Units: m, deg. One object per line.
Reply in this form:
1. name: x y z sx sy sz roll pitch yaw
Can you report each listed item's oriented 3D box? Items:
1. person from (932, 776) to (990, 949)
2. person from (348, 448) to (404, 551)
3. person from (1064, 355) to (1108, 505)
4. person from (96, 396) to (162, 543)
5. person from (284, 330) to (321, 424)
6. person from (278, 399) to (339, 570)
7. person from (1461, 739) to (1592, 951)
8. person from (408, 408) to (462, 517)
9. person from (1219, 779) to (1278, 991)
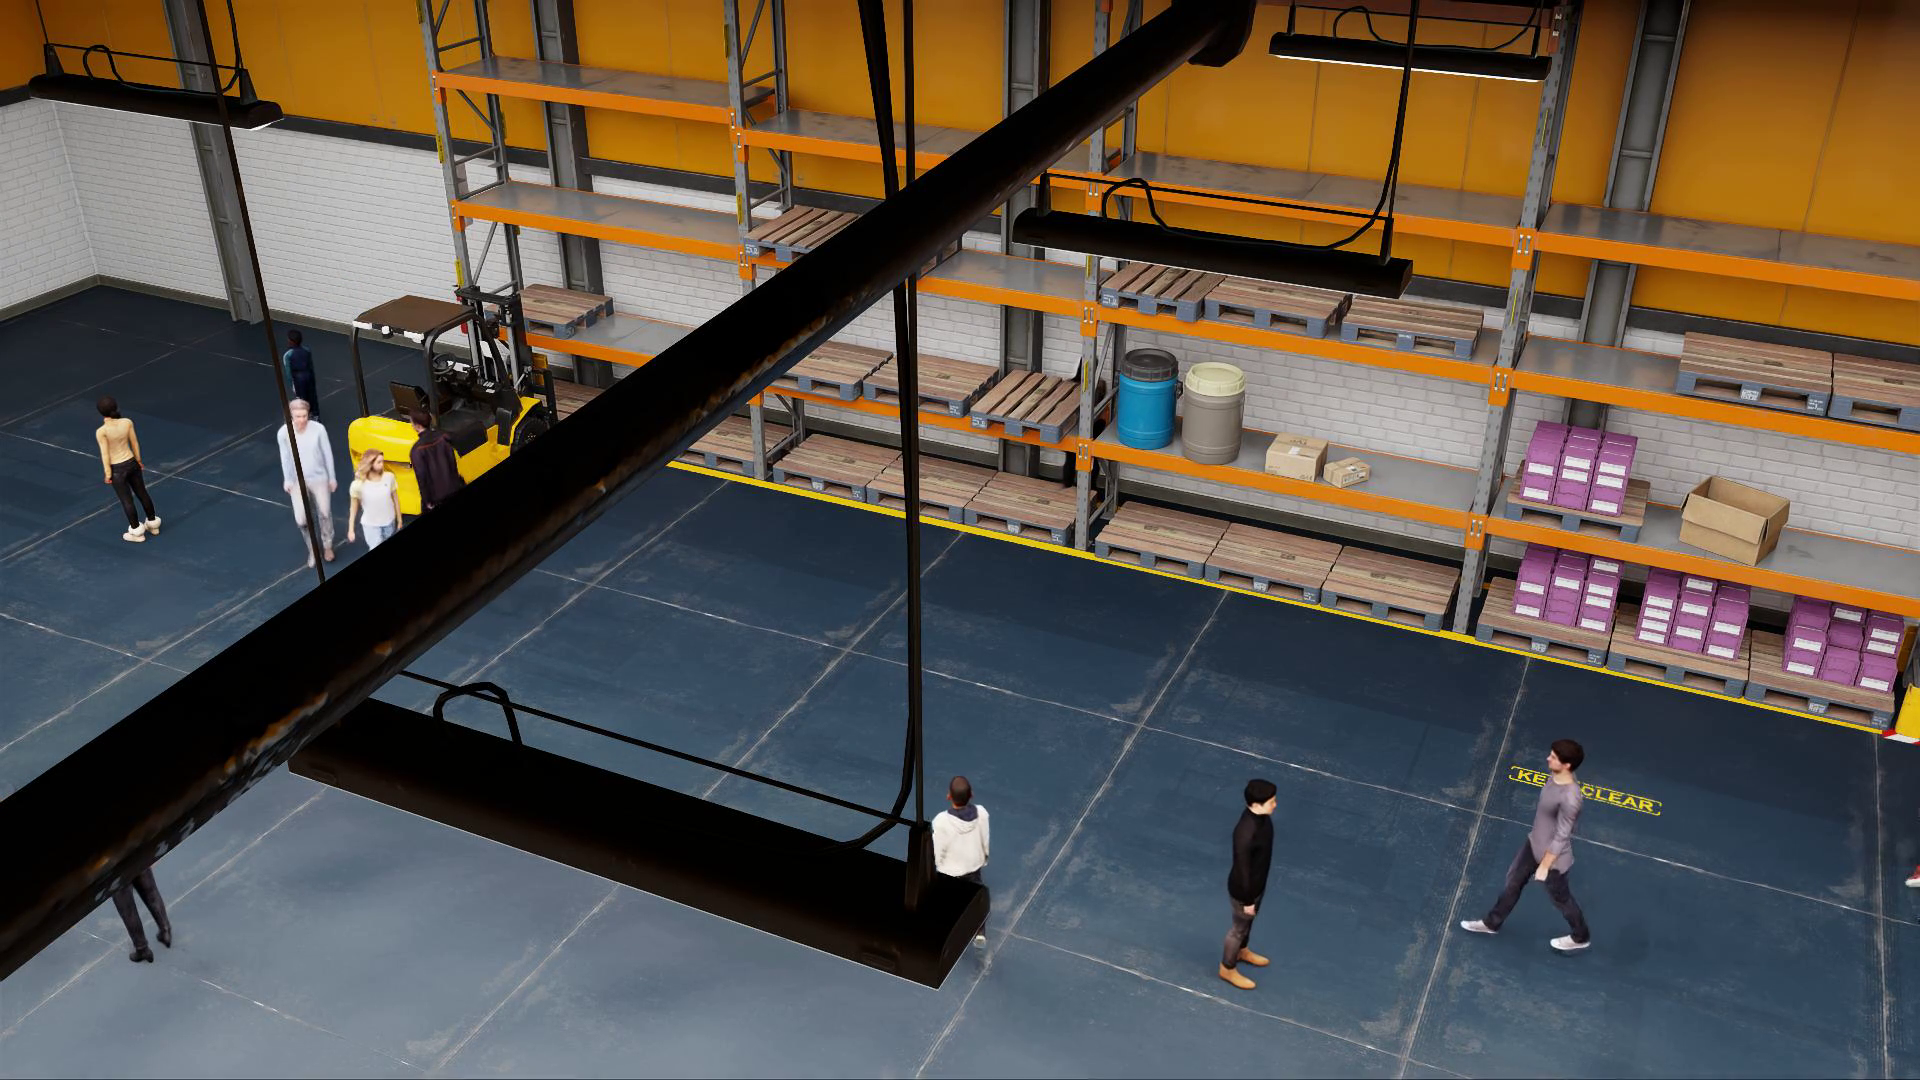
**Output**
1. person: 0.024 2.390 12.167 0.853 1.443 0.901 -8 30 -15
2. person: -5.819 -0.141 16.570 0.930 1.670 1.174 -24 37 -37
3. person: 1.388 -1.236 18.427 0.769 1.814 0.832 -9 30 -17
4. person: -8.917 -0.772 17.739 0.561 1.659 0.619 16 32 27
5. person: -8.064 -1.980 20.374 0.551 1.256 0.552 23 36 36
6. person: -6.757 -0.647 17.285 0.833 1.874 0.894 -10 30 -17
7. person: 4.362 2.253 12.039 1.255 1.807 0.962 3 29 5
8. person: -5.214 -0.435 16.909 1.332 1.861 0.959 24 37 37
9. person: 2.054 2.408 11.843 0.524 1.722 0.643 13 31 23
